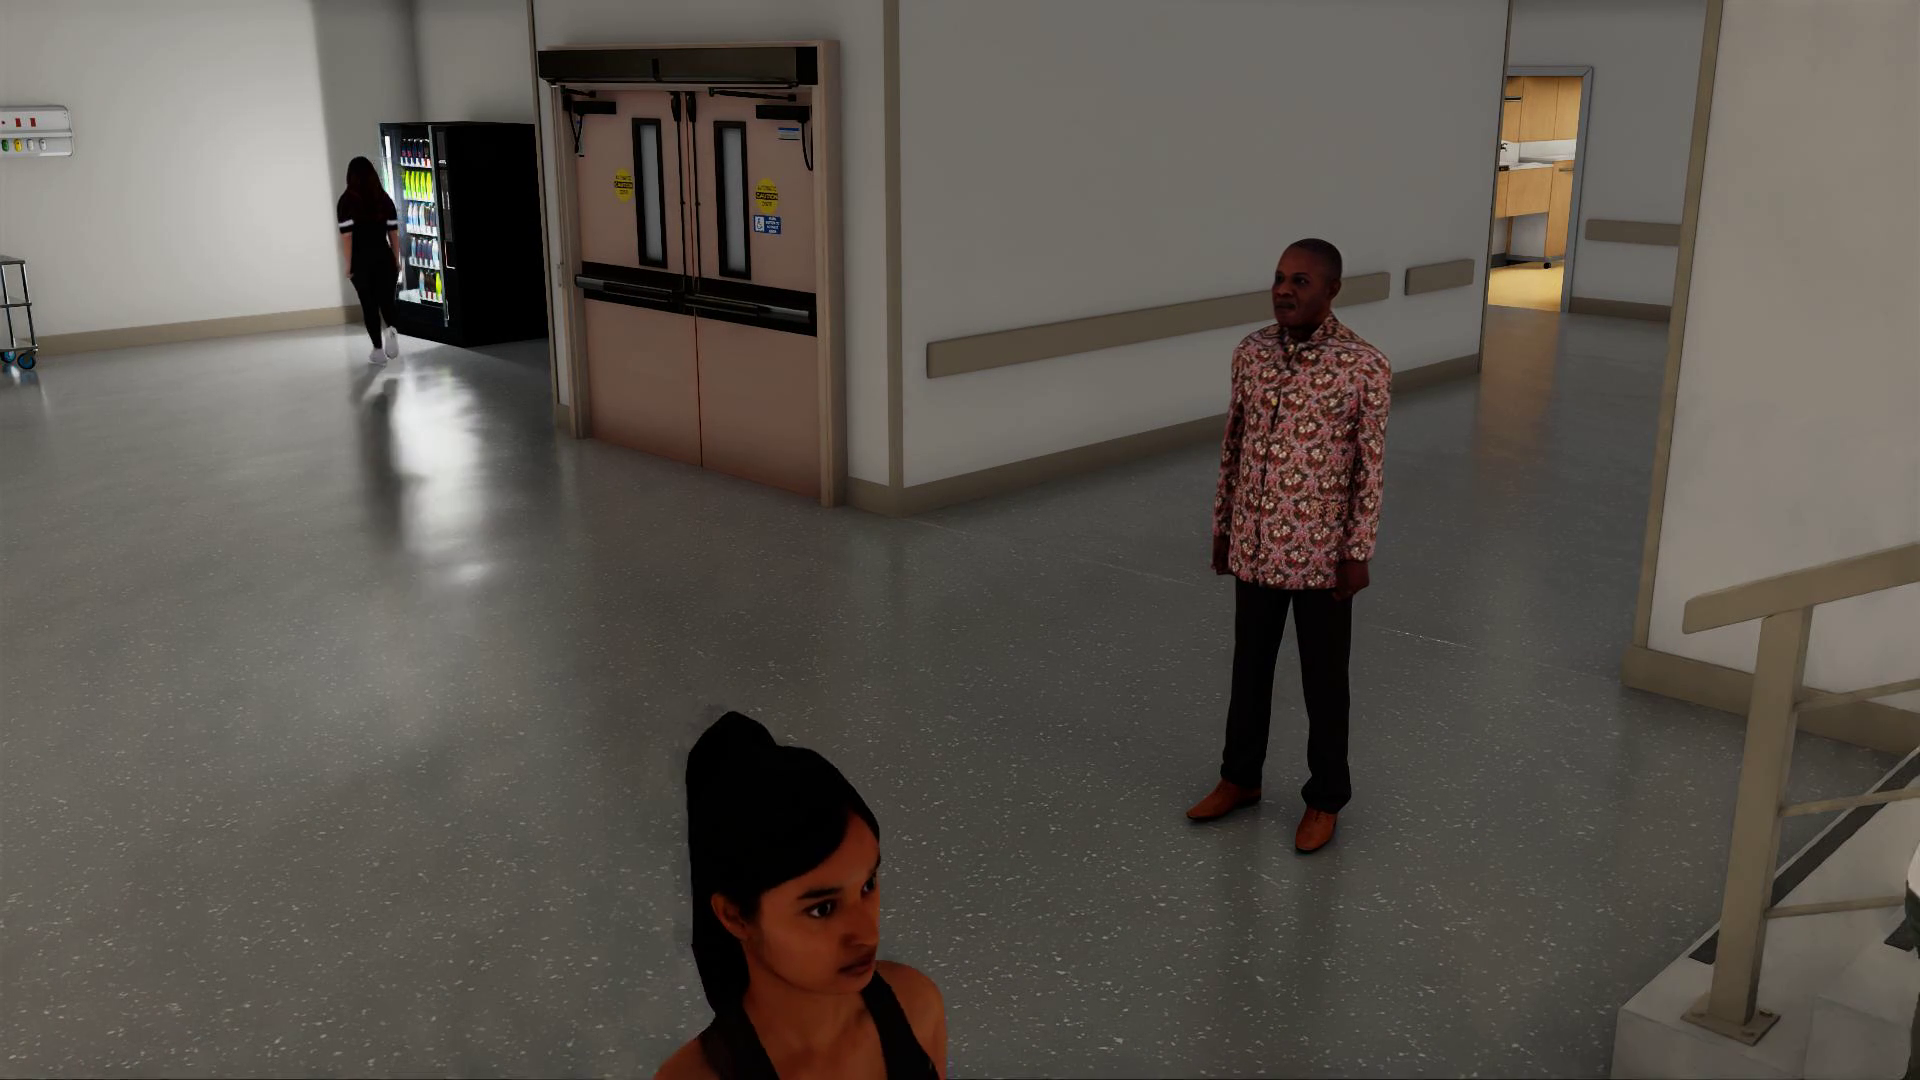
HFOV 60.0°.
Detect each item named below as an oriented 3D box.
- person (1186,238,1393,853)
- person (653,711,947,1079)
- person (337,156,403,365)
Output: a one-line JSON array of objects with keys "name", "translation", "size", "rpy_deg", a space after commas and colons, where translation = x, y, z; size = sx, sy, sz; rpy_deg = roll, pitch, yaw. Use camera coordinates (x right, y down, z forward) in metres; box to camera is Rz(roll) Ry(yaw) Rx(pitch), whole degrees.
[{"name": "person", "translation": [1.006, 0.005, 4.984], "size": [0.569, 1.808, 0.766], "rpy_deg": [12, 19, 35]}, {"name": "person", "translation": [-0.199, 0.972, 1.849], "size": [0.903, 1.648, 0.671], "rpy_deg": [11, 19, 35]}, {"name": "person", "translation": [-4.560, -2.149, 12.964], "size": [0.741, 1.623, 1.013], "rpy_deg": [-10, 19, -32]}]
